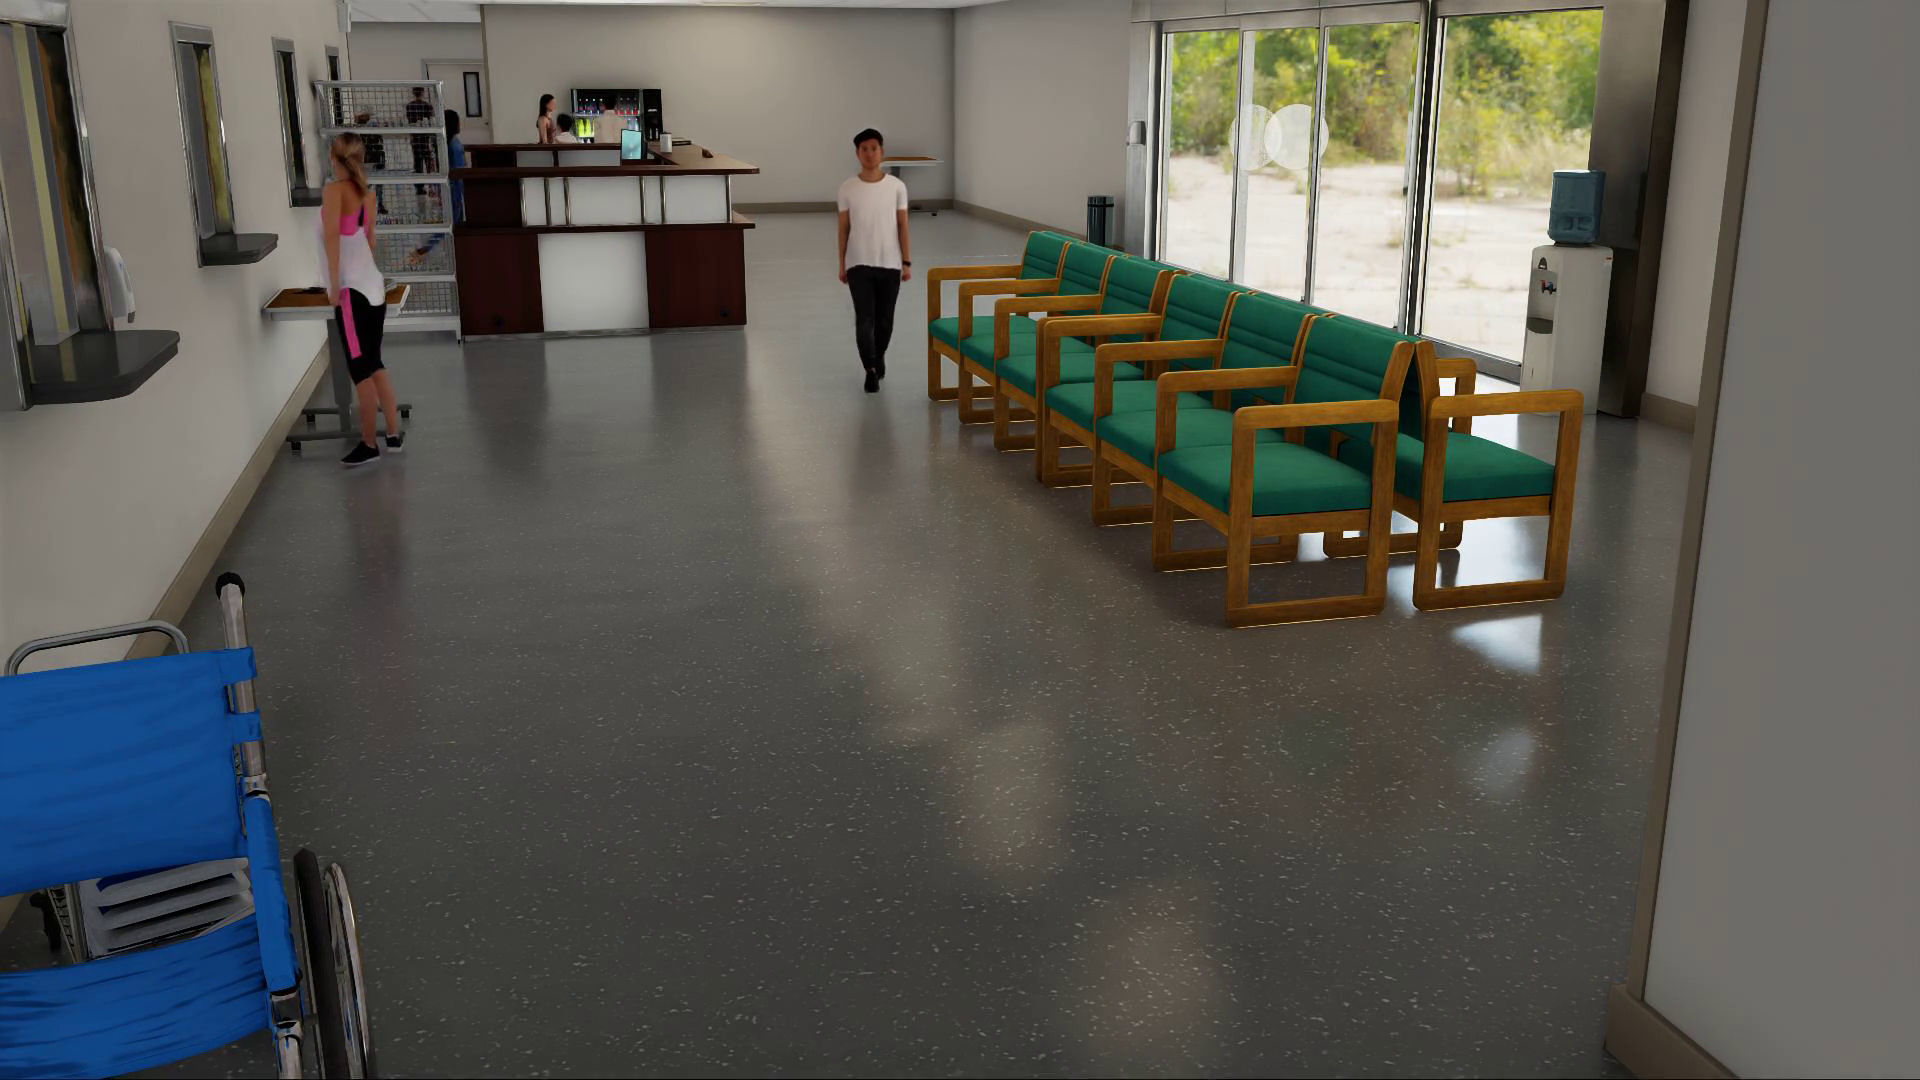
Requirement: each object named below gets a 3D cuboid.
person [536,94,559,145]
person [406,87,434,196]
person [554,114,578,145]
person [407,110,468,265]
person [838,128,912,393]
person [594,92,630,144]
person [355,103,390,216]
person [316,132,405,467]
[{"bbox_3d":[-5.789,-5.258,23.053,0.826,1.755,0.763,2,16,6],"label":"person"},{"bbox_3d":[-9.274,-6.902,28.721,0.747,1.845,0.873,5,17,17],"label":"person"},{"bbox_3d":[-5.010,-4.685,21.408,0.802,1.545,0.742,9,18,28],"label":"person"},{"bbox_3d":[-5.242,-3.465,16.830,1.122,1.681,0.884,-12,20,-36],"label":"person"},{"bbox_3d":[-0.568,-1.861,11.124,1.047,1.689,0.821,-1,16,-5],"label":"person"},{"bbox_3d":[-4.631,-5.039,22.173,0.603,1.811,0.789,-10,18,-31],"label":"person"},{"bbox_3d":[-8.656,-5.559,24.371,0.955,1.620,0.933,4,16,13],"label":"person"},{"bbox_3d":[-3.260,-1.294,8.987,0.715,1.758,0.786,-1,16,-4],"label":"person"}]
